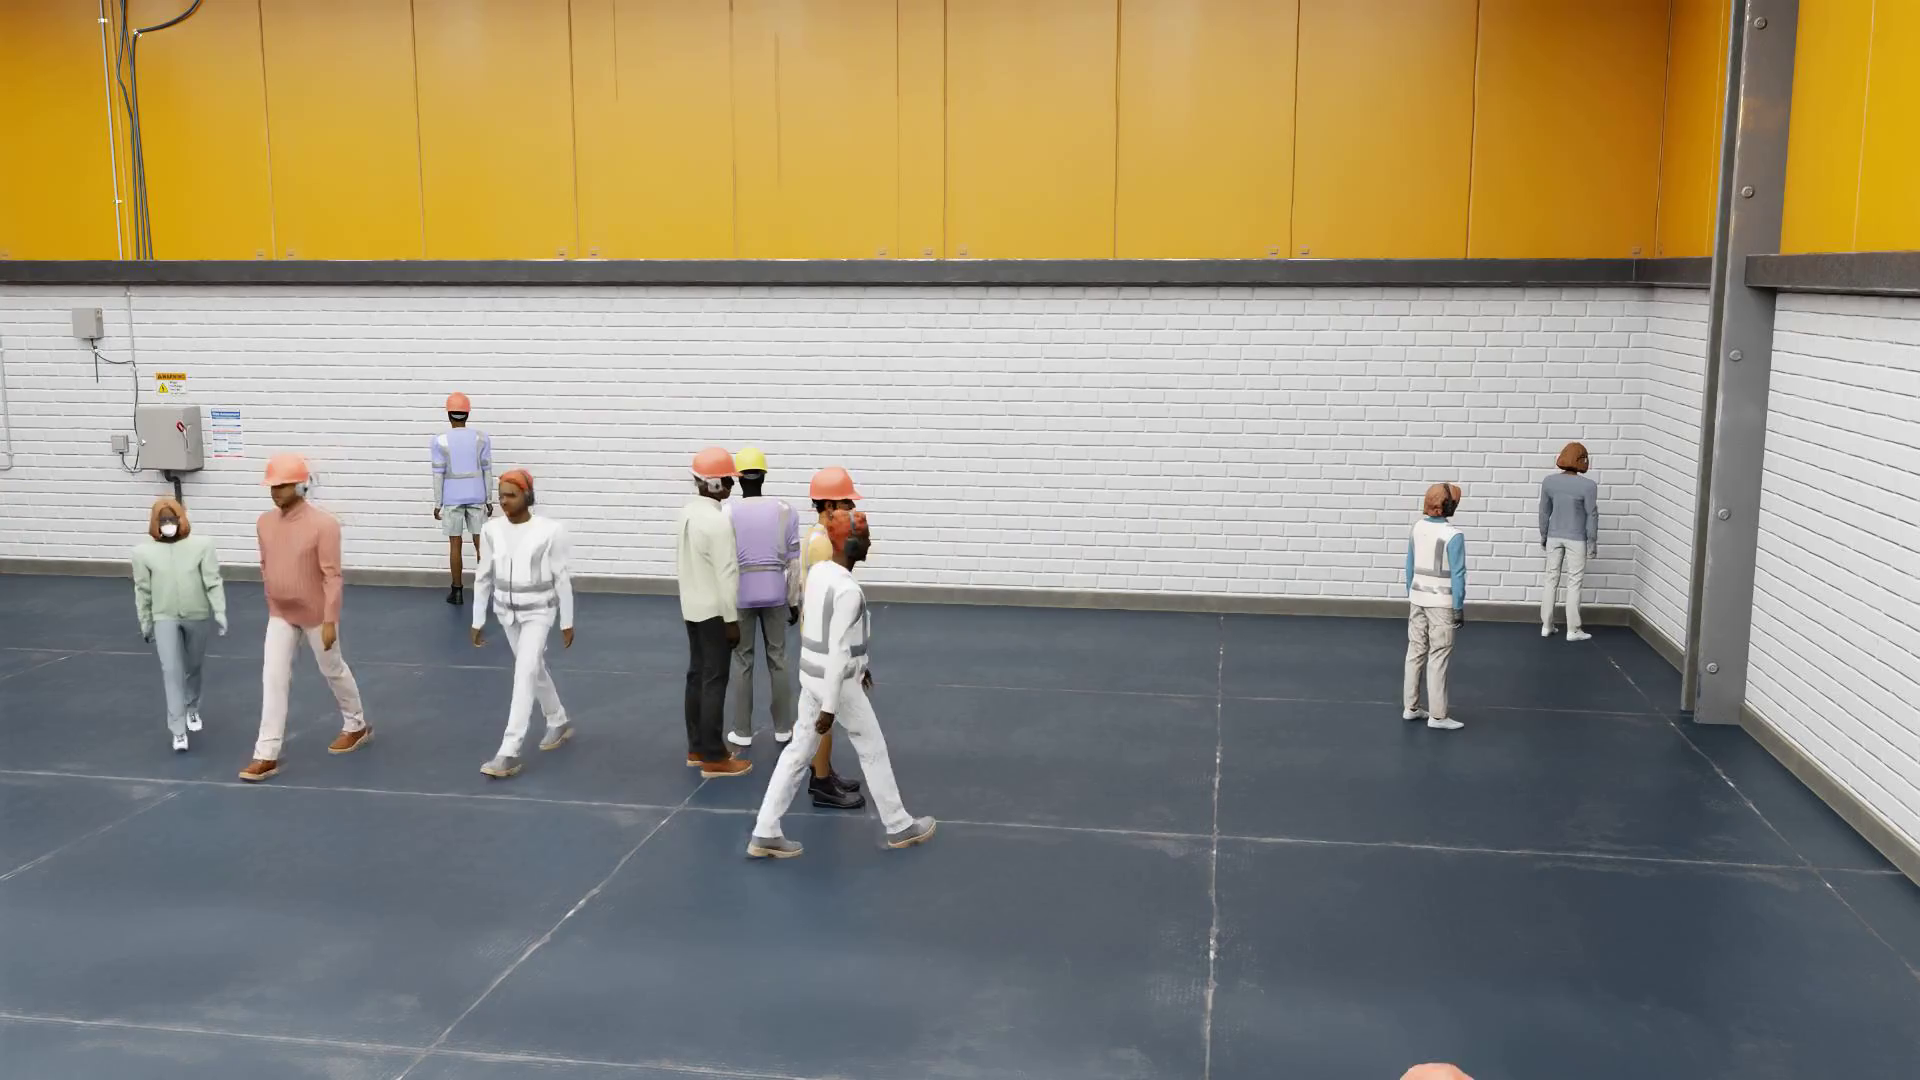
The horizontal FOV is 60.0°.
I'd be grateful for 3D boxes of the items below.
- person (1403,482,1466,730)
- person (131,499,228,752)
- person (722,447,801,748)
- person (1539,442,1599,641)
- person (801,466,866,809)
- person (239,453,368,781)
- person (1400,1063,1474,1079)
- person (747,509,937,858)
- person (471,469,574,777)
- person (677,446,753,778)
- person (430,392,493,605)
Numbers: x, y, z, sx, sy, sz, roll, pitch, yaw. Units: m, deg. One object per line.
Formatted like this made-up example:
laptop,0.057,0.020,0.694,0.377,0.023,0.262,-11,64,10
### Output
person,3.156,0.434,11.053,0.312,1.639,0.518,-4,10,-24
person,-5.014,0.515,10.705,0.515,1.588,0.847,-5,11,-30
person,-1.307,0.369,10.601,0.585,1.918,0.379,-3,10,-17
person,5.008,0.009,13.692,0.270,1.632,0.508,-8,12,-39
person,-0.723,0.546,9.445,0.359,1.939,0.542,-1,9,-7
person,-4.009,0.432,10.150,0.635,1.944,1.019,3,10,17
person,0.634,1.708,2.217,0.615,1.954,1.087,4,10,21
person,-0.643,0.747,8.580,1.017,1.830,0.578,-5,11,-29
person,-2.692,0.474,10.237,0.597,1.830,1.004,3,10,19
person,-1.486,0.426,10.020,0.395,1.992,0.622,-6,11,-31
person,-4.528,-0.379,15.143,0.543,1.940,0.361,-5,10,-27
